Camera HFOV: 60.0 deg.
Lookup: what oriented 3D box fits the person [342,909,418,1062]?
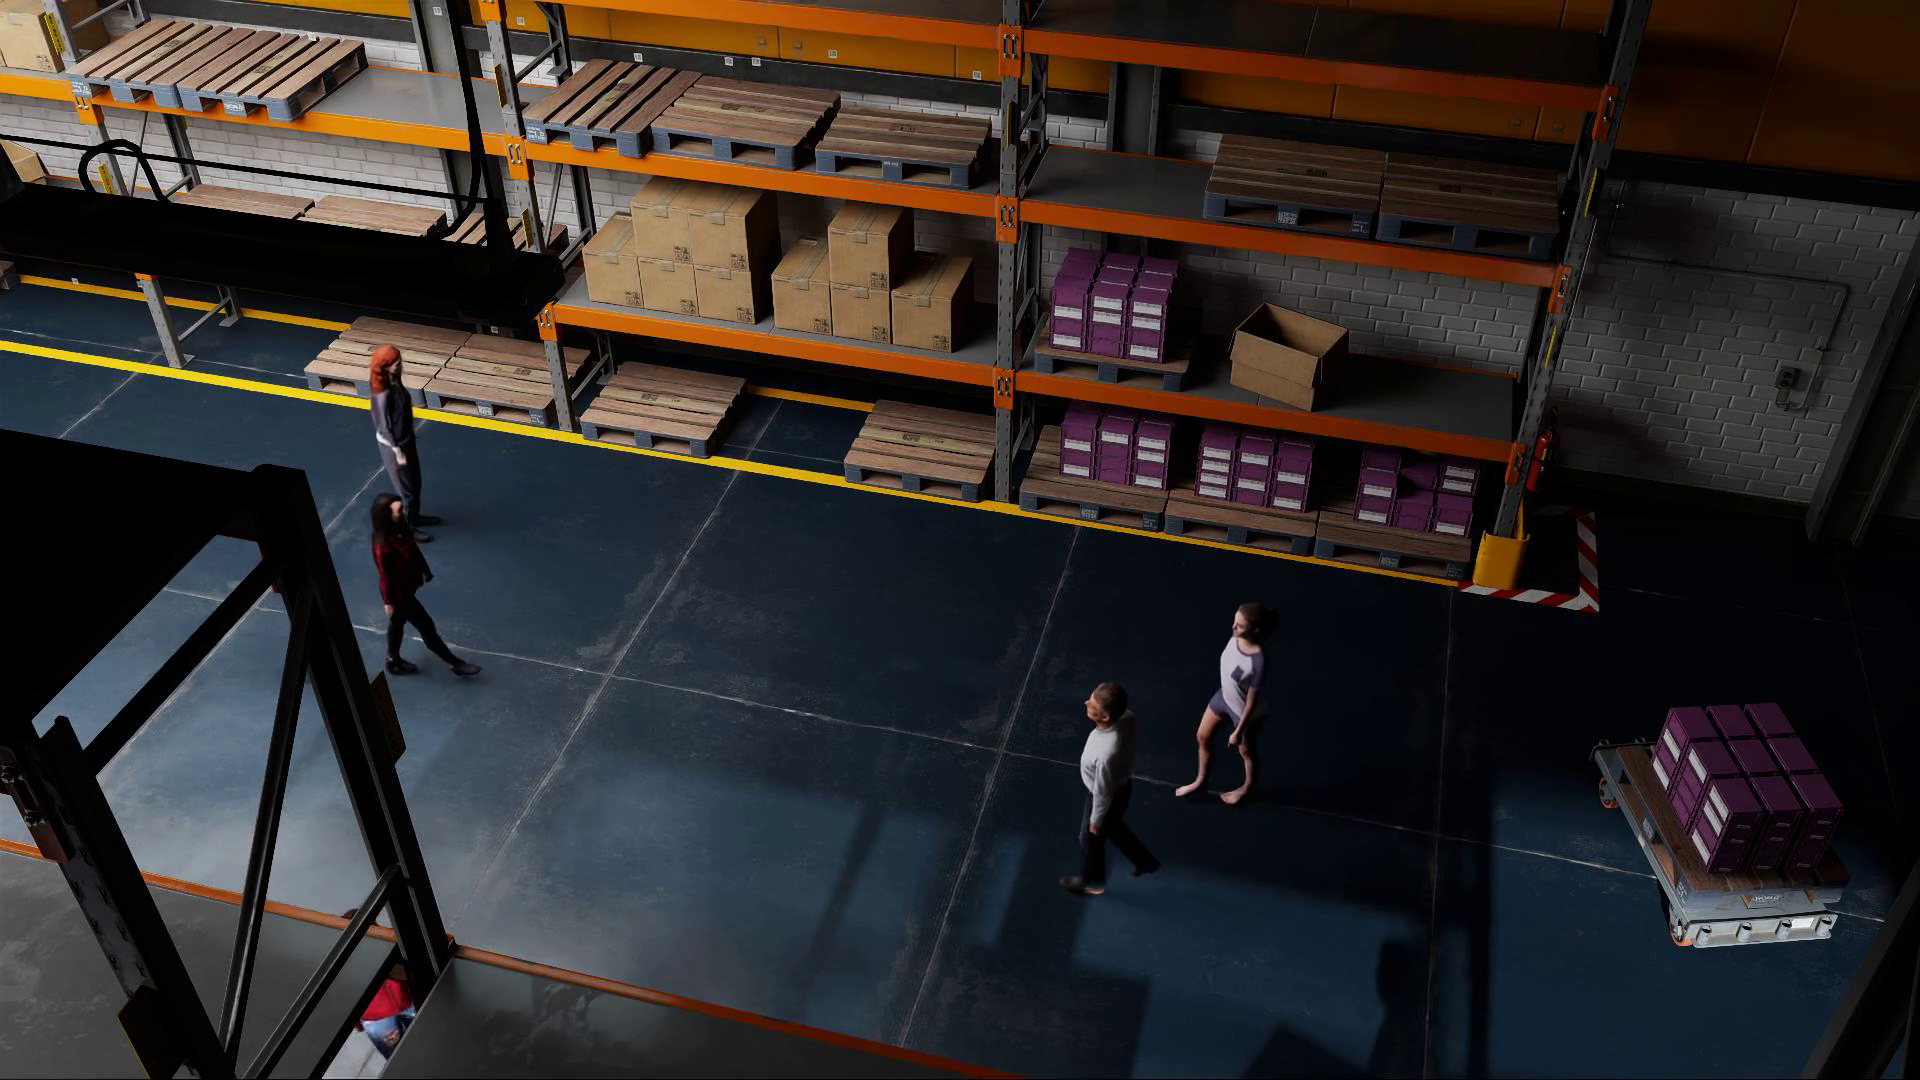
[{"bbox_3d":[-3.153,2.525,9.151,0.958,1.607,1.143,-31,48,-33],"label":"person"}]

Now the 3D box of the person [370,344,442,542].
[{"bbox_3d":[-4.439,-0.755,13.130,0.629,1.767,0.657,-1,39,-1],"label":"person"}]

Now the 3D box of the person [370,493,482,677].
[{"bbox_3d":[-4.074,0.359,11.850,1.030,1.625,0.753,0,39,0],"label":"person"}]

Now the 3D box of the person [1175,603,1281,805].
[{"bbox_3d":[1.914,1.073,10.854,0.903,1.750,0.814,-11,40,-14],"label":"person"}]

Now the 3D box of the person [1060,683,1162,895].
[{"bbox_3d":[0.970,1.562,10.194,0.830,1.811,0.659,10,40,13],"label":"person"}]
